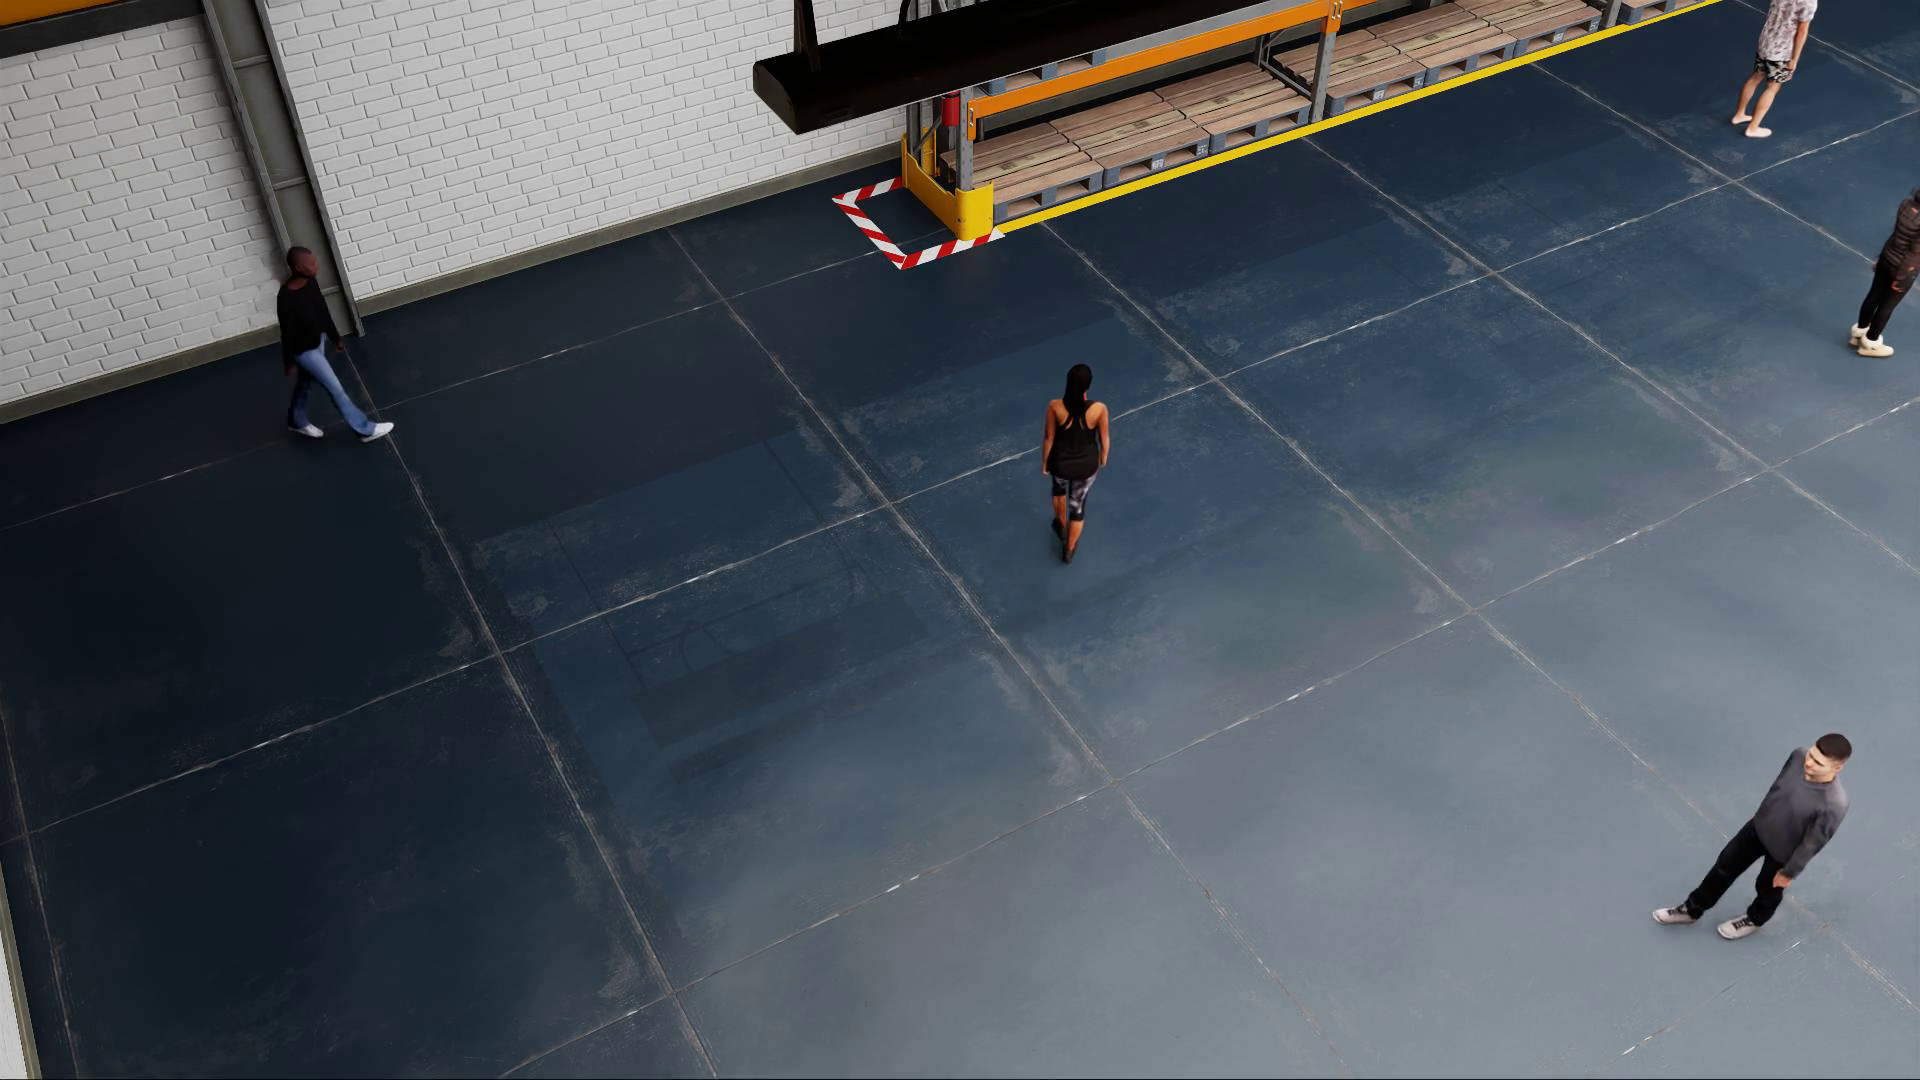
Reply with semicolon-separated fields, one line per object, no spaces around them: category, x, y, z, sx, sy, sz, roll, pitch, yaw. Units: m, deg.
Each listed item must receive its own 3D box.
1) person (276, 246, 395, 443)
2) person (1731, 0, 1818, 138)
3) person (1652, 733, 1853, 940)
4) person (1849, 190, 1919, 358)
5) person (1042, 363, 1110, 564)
person;-4.922;-1.411;12.324;1.167;1.699;1.010;7;44;8
person;7.713;-4.681;15.676;0.645;1.811;0.715;-13;45;-13
person;4.553;1.629;9.098;0.957;1.748;0.789;-8;44;-9
person;7.412;-2.171;13.145;0.695;1.666;0.636;-13;45;-14
person;0.769;-0.489;11.391;0.760;1.651;0.821;5;44;5
